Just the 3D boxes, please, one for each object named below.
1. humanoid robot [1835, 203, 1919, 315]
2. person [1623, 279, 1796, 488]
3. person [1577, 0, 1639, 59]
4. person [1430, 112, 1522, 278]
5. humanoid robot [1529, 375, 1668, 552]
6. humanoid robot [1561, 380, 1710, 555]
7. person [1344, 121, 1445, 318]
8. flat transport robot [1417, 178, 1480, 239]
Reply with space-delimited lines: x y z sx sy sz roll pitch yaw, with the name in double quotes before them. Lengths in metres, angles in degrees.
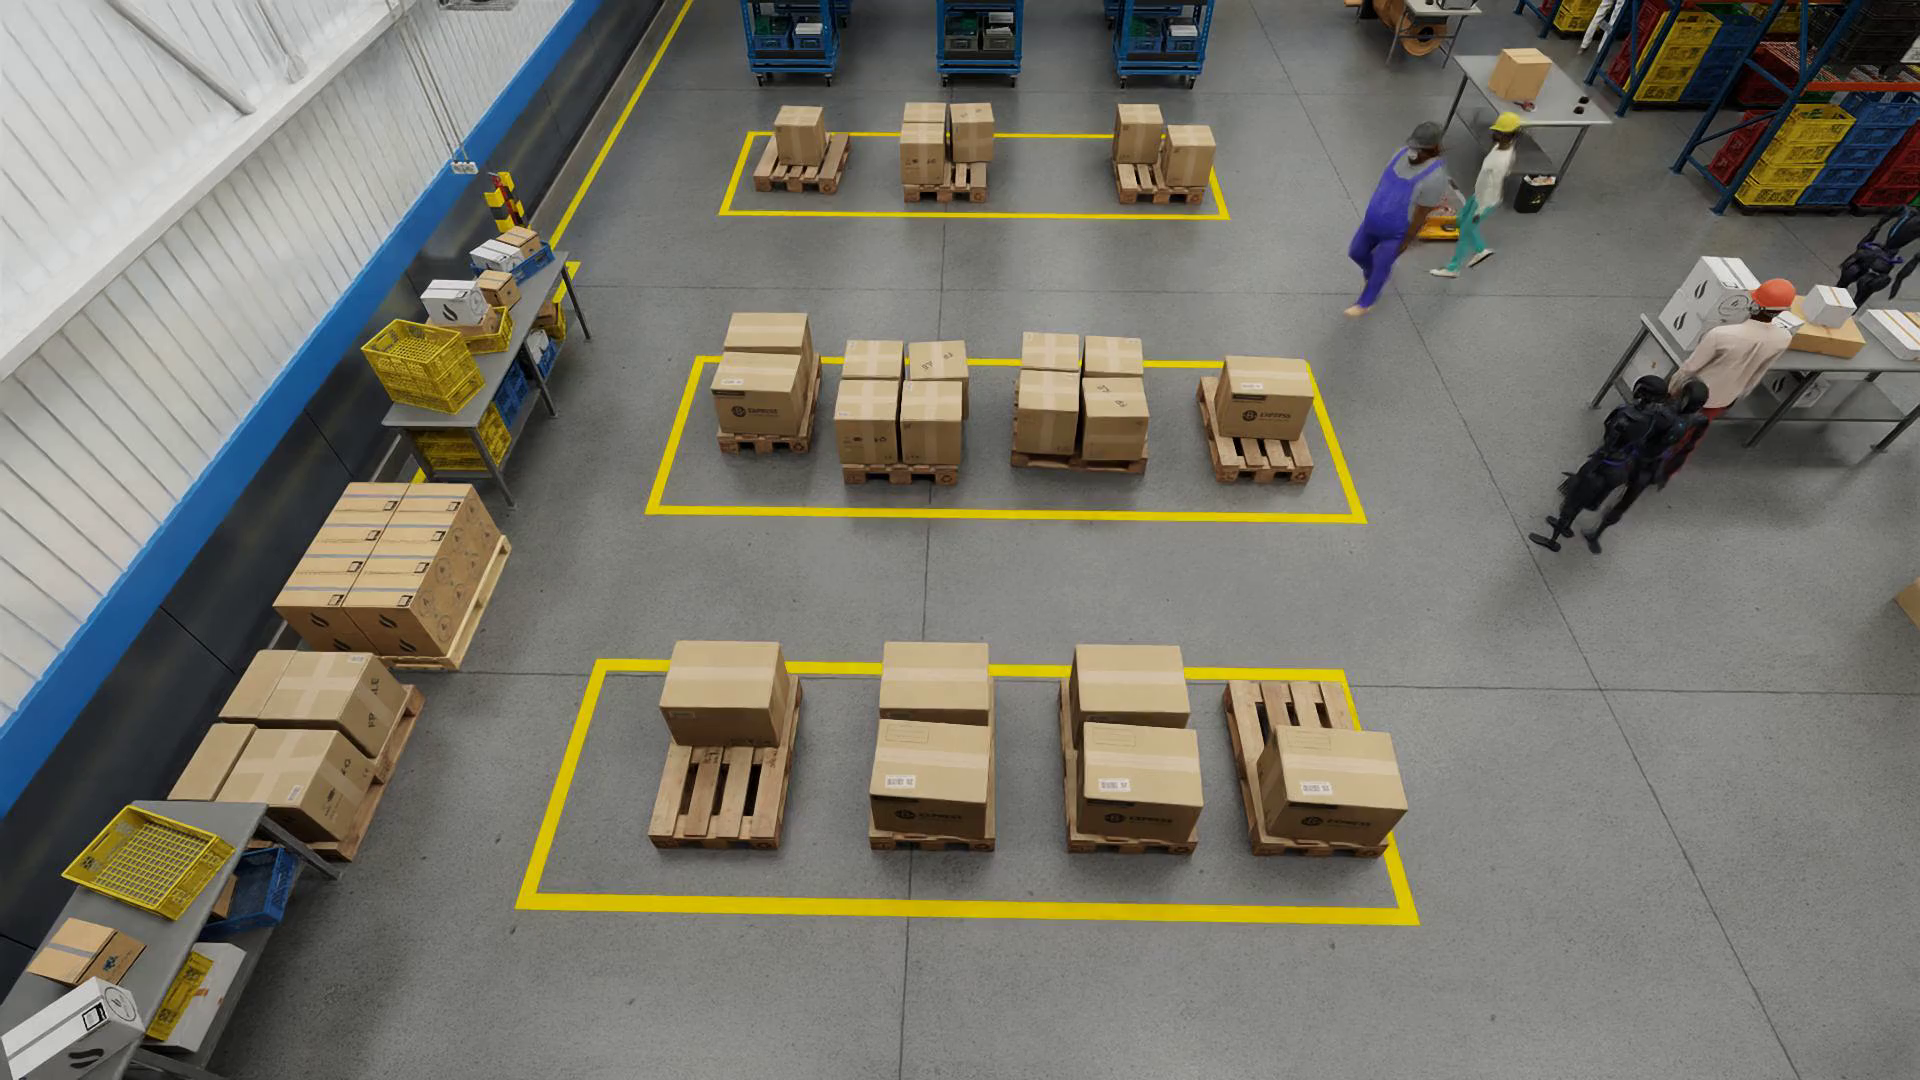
"humanoid robot" 8.882 -2.655 8.899 0.348 1.652 0.575 -7 49 -6
"person" 6.059 -1.225 7.462 0.615 1.986 0.405 3 49 3
"person" 9.777 -8.148 13.517 0.337 1.882 0.583 -34 57 -26
"person" 5.543 -3.579 9.659 0.495 1.743 0.616 15 51 13
"humanoid robot" 4.950 -0.585 7.100 0.611 1.656 0.316 -31 56 -24
"humanoid robot" 5.243 -0.608 7.135 0.586 1.653 0.467 7 50 6
"person" 4.275 -3.158 9.096 0.569 2.000 0.692 -18 51 -15
"flat transport robot" 5.692 -4.094 11.059 0.652 0.197 1.431 1 49 1
